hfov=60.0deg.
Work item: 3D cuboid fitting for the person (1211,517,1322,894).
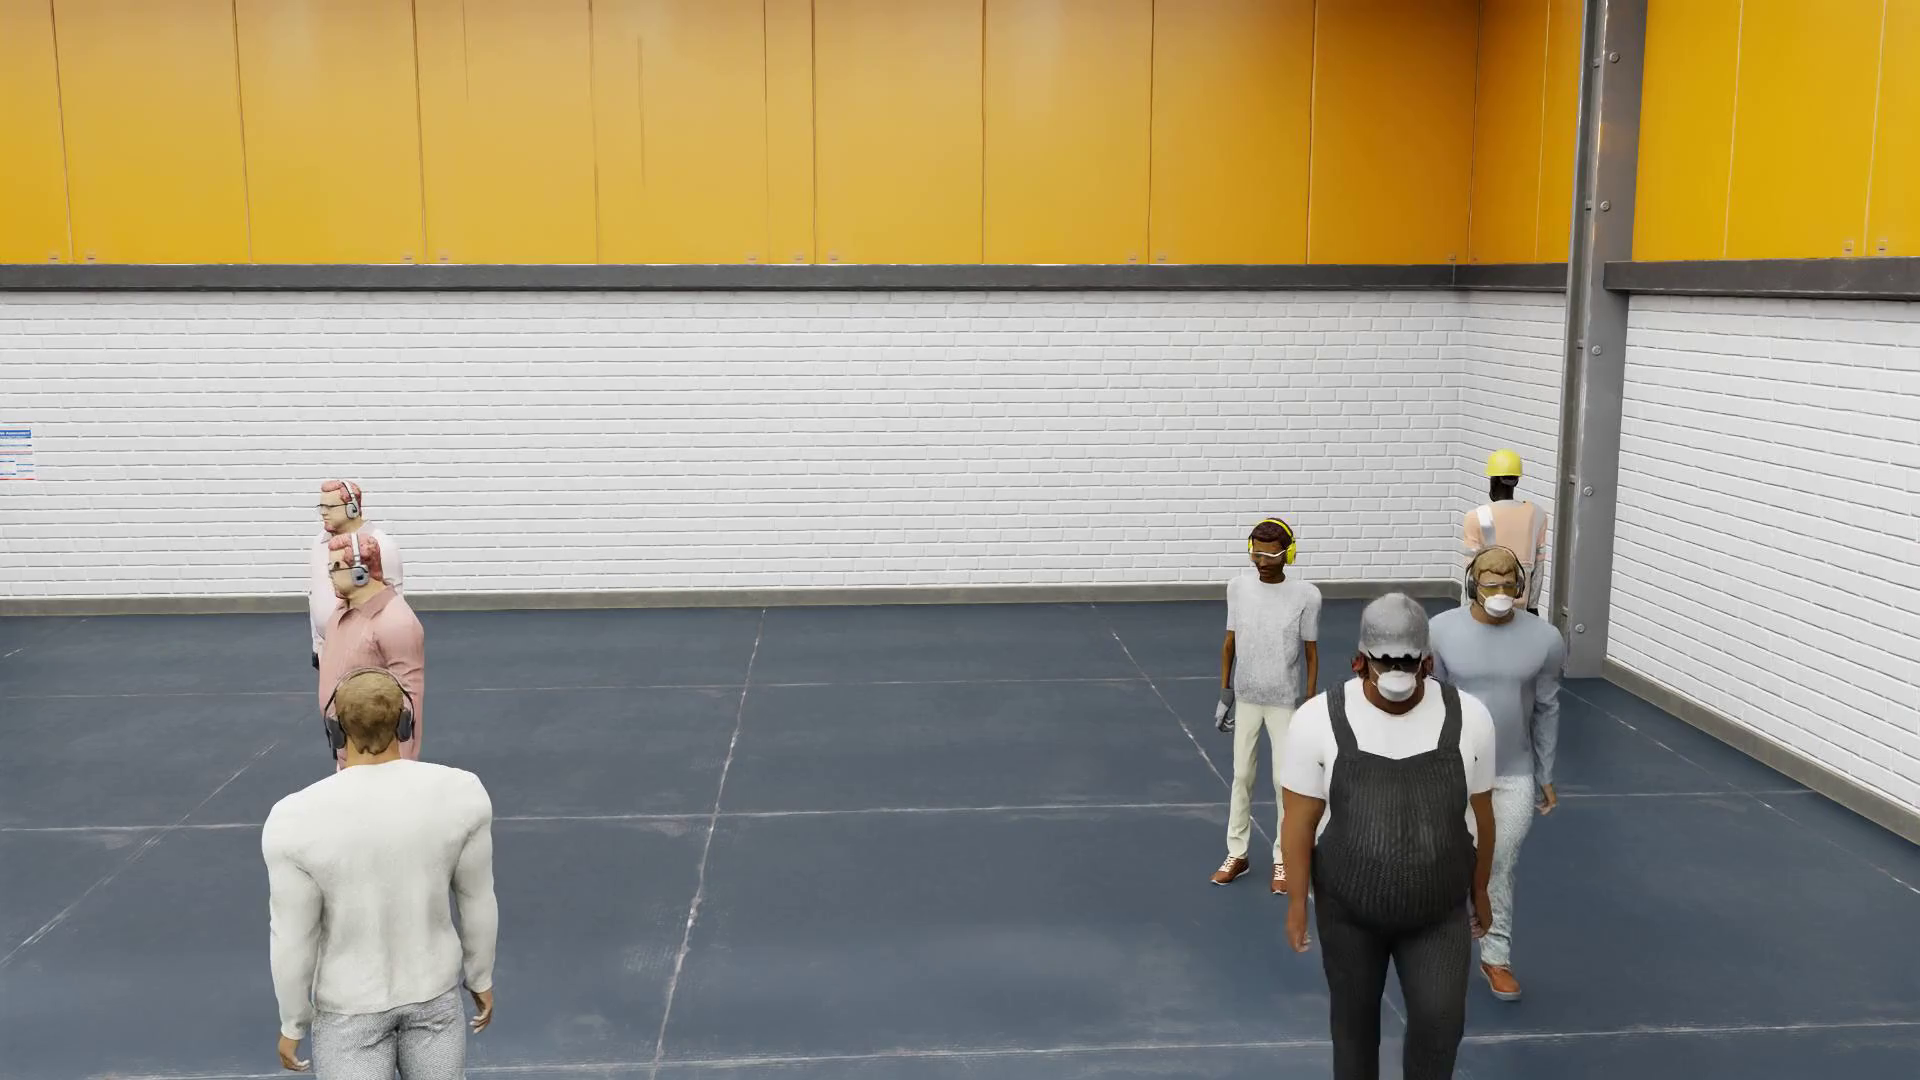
[{"bbox_3d":[1.509,0.810,8.200,0.519,1.862,0.326,5,10,27],"label":"person"}]

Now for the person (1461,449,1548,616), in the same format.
[{"bbox_3d":[3.461,0.379,10.689,0.594,1.926,0.366,-3,9,-16],"label":"person"}]

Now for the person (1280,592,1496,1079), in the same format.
[{"bbox_3d":[1.405,1.156,5.458,0.716,2.000,0.673,2,9,9],"label":"person"}]

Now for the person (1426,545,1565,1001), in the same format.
[{"bbox_3d":[2.179,0.970,6.949,0.635,1.936,0.356,0,9,2],"label":"person"}]

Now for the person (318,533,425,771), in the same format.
[{"bbox_3d":[-2.651,0.907,7.456,0.401,1.904,0.640,-9,13,-44],"label":"person"}]

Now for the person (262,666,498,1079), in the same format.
[{"bbox_3d":[-1.637,1.316,4.776,0.635,1.936,0.352,-6,11,-33],"label":"person"}]

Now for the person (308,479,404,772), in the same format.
[{"bbox_3d":[-3.426,0.604,9.349,0.652,1.906,0.403,5,10,28],"label":"person"}]
